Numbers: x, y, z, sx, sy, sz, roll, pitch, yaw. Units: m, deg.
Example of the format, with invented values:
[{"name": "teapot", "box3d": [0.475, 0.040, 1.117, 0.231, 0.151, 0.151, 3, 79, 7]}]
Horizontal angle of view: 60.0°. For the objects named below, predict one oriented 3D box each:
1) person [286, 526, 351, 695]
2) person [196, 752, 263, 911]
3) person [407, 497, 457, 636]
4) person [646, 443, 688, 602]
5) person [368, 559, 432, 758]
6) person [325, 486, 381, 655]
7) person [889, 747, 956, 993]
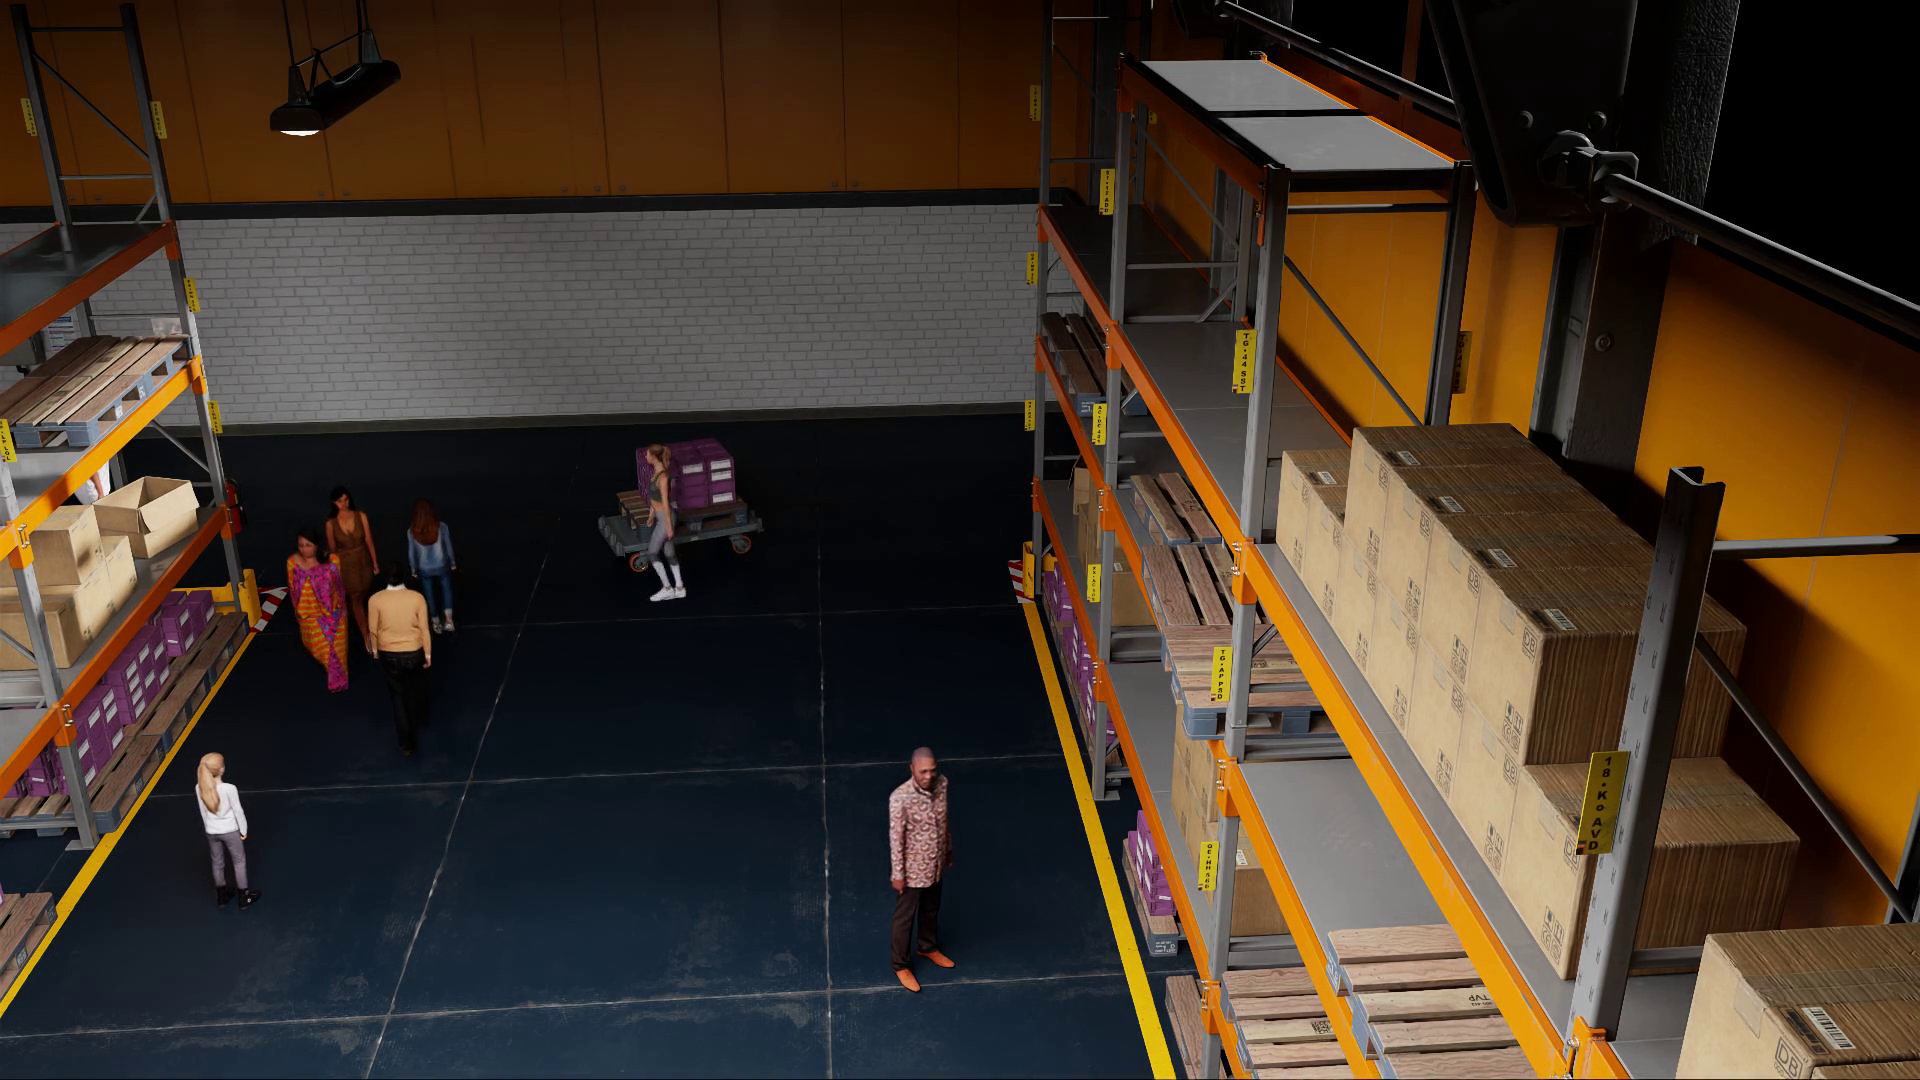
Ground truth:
[{"name": "person", "box3d": [-5.868, 0.593, 15.341, 0.657, 1.652, 0.875, -3, 24, -8]}, {"name": "person", "box3d": [-5.440, 2.141, 12.268, 0.511, 1.277, 0.528, 2, 24, 5]}, {"name": "person", "box3d": [-5.168, 0.283, 16.277, 0.677, 1.470, 0.726, -6, 24, -14]}, {"name": "person", "box3d": [-2.944, -0.182, 17.075, 0.699, 1.683, 0.607, -8, 25, -17]}, {"name": "person", "box3d": [-4.785, 1.030, 14.253, 0.850, 1.724, 1.211, -7, 25, -17]}, {"name": "person", "box3d": [-5.897, 0.240, 16.155, 0.938, 1.647, 1.150, -17, 29, -34]}, {"name": "person", "box3d": [-0.274, 2.208, 11.453, 0.821, 1.807, 0.780, 21, 31, 40]}]
